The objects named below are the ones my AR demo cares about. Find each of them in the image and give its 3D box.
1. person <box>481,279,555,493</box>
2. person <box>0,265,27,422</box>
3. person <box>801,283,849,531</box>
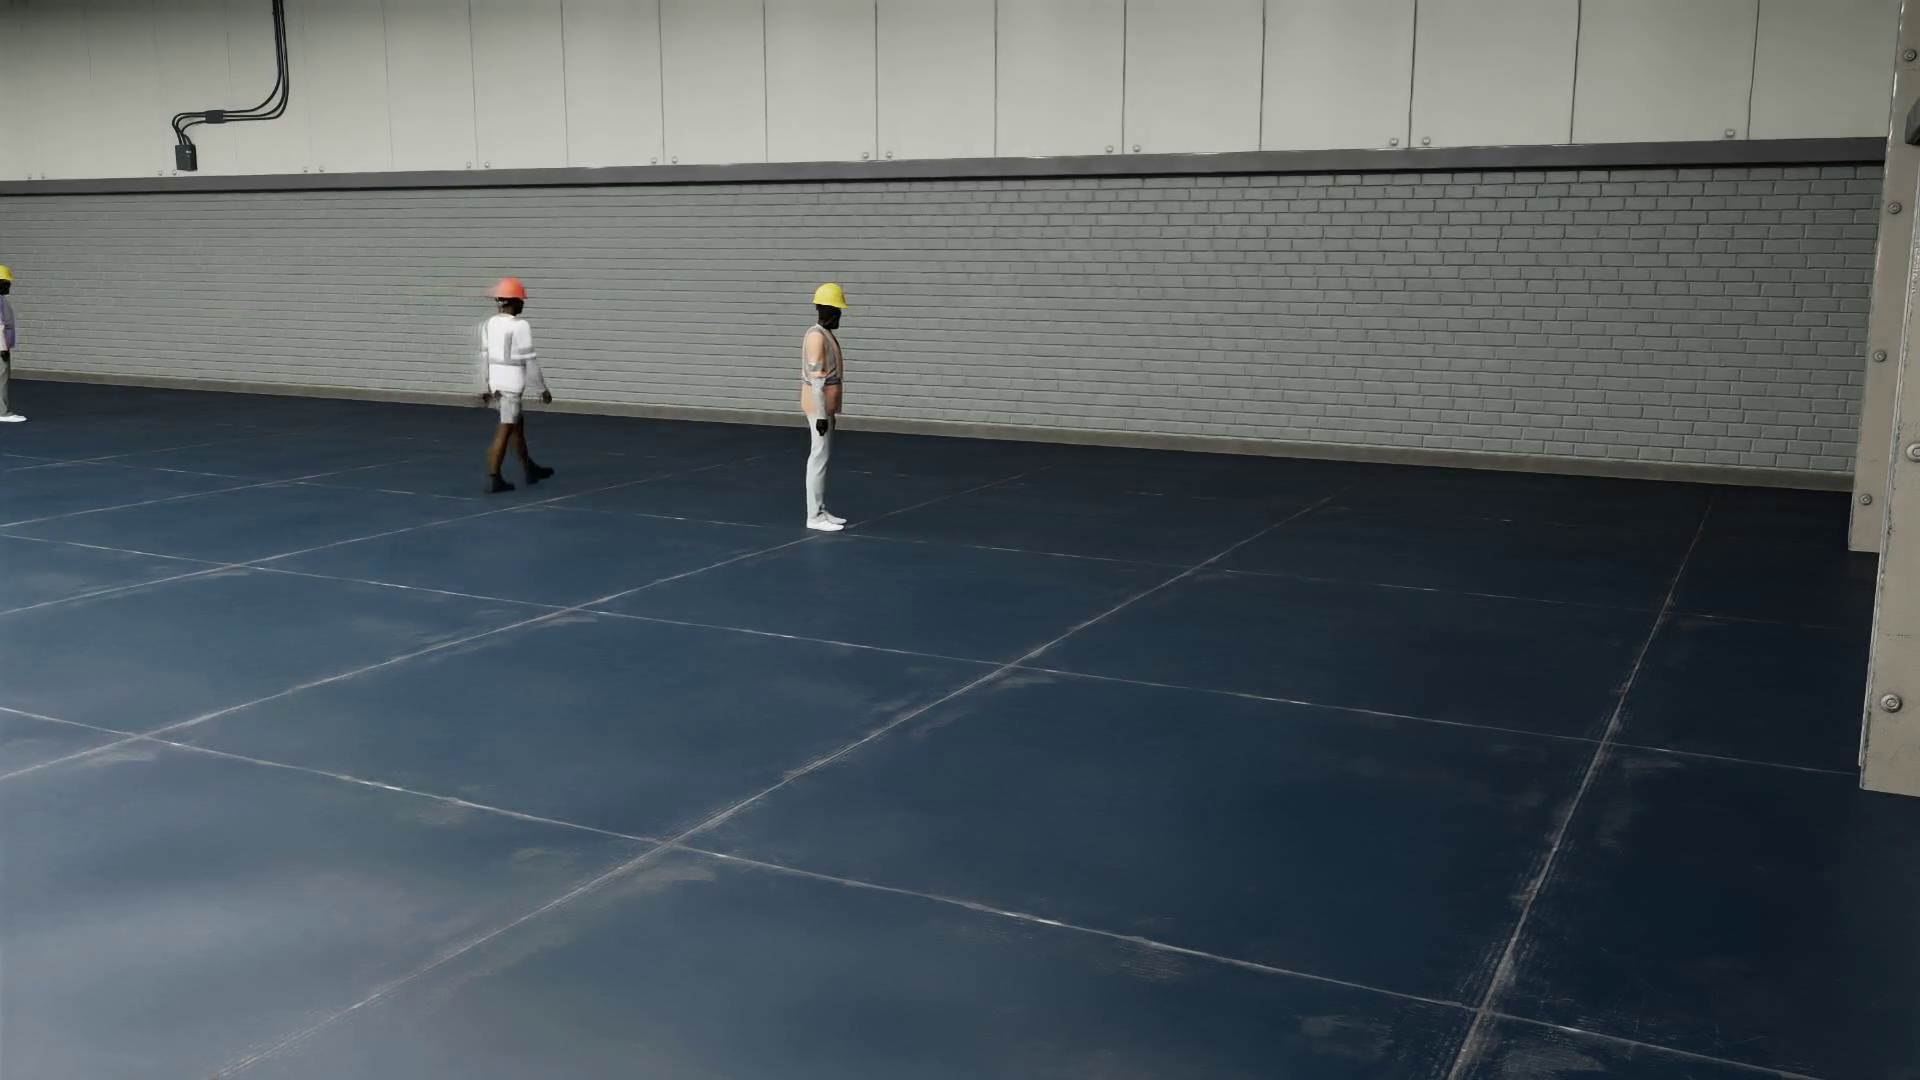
[{"bbox_3d":[-3.991,-1.400,15.065,0.562,1.897,0.930,9,13,39],"label":"person"},{"bbox_3d":[-11.812,-2.417,20.546,0.383,1.923,0.589,-6,12,-28],"label":"person"},{"bbox_3d":[-1.044,-1.036,13.013,0.380,1.922,0.591,0,10,2],"label":"person"}]
